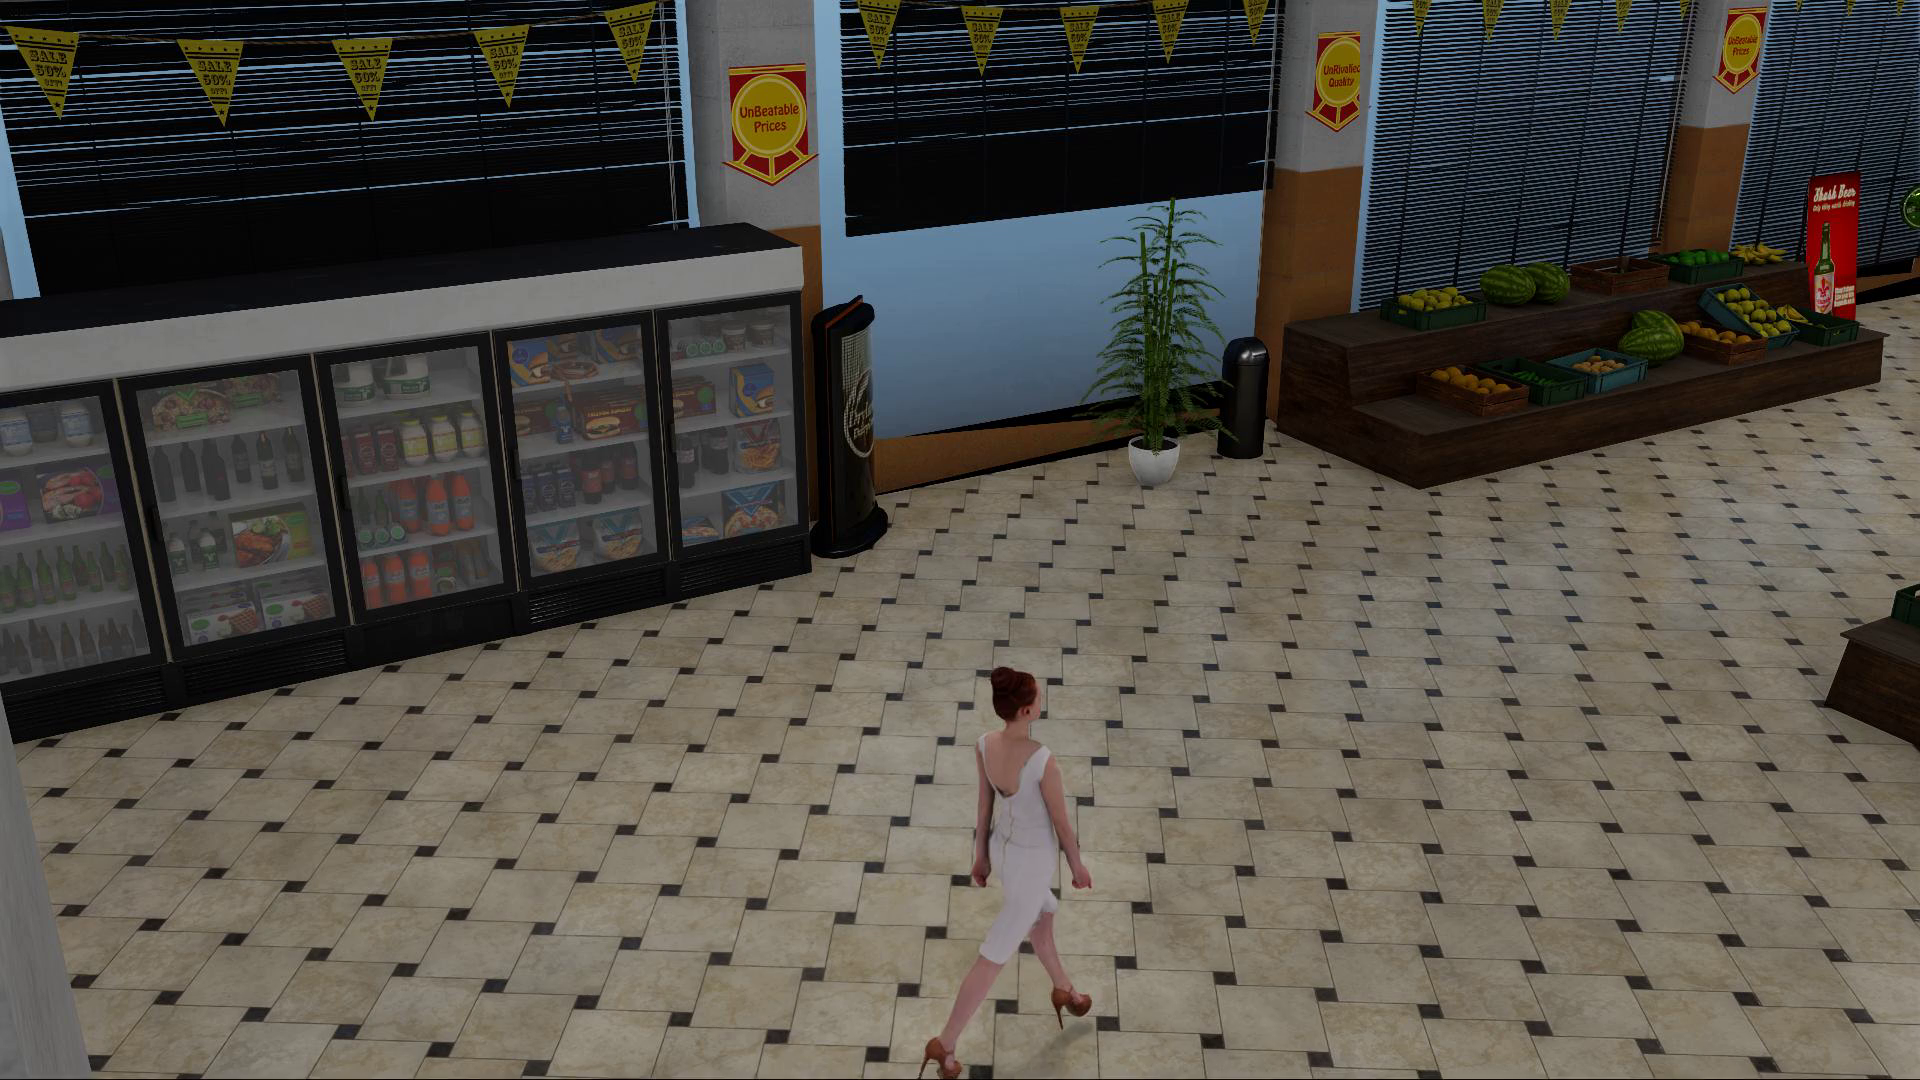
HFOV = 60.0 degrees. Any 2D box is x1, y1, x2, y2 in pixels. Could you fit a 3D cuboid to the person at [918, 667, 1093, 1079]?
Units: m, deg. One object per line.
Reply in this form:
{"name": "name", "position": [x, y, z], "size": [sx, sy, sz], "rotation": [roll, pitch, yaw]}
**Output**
{"name": "person", "position": [0.155, 1.359, 6.470], "size": [1.130, 1.741, 0.635], "rotation": [-15, 27, -34]}
